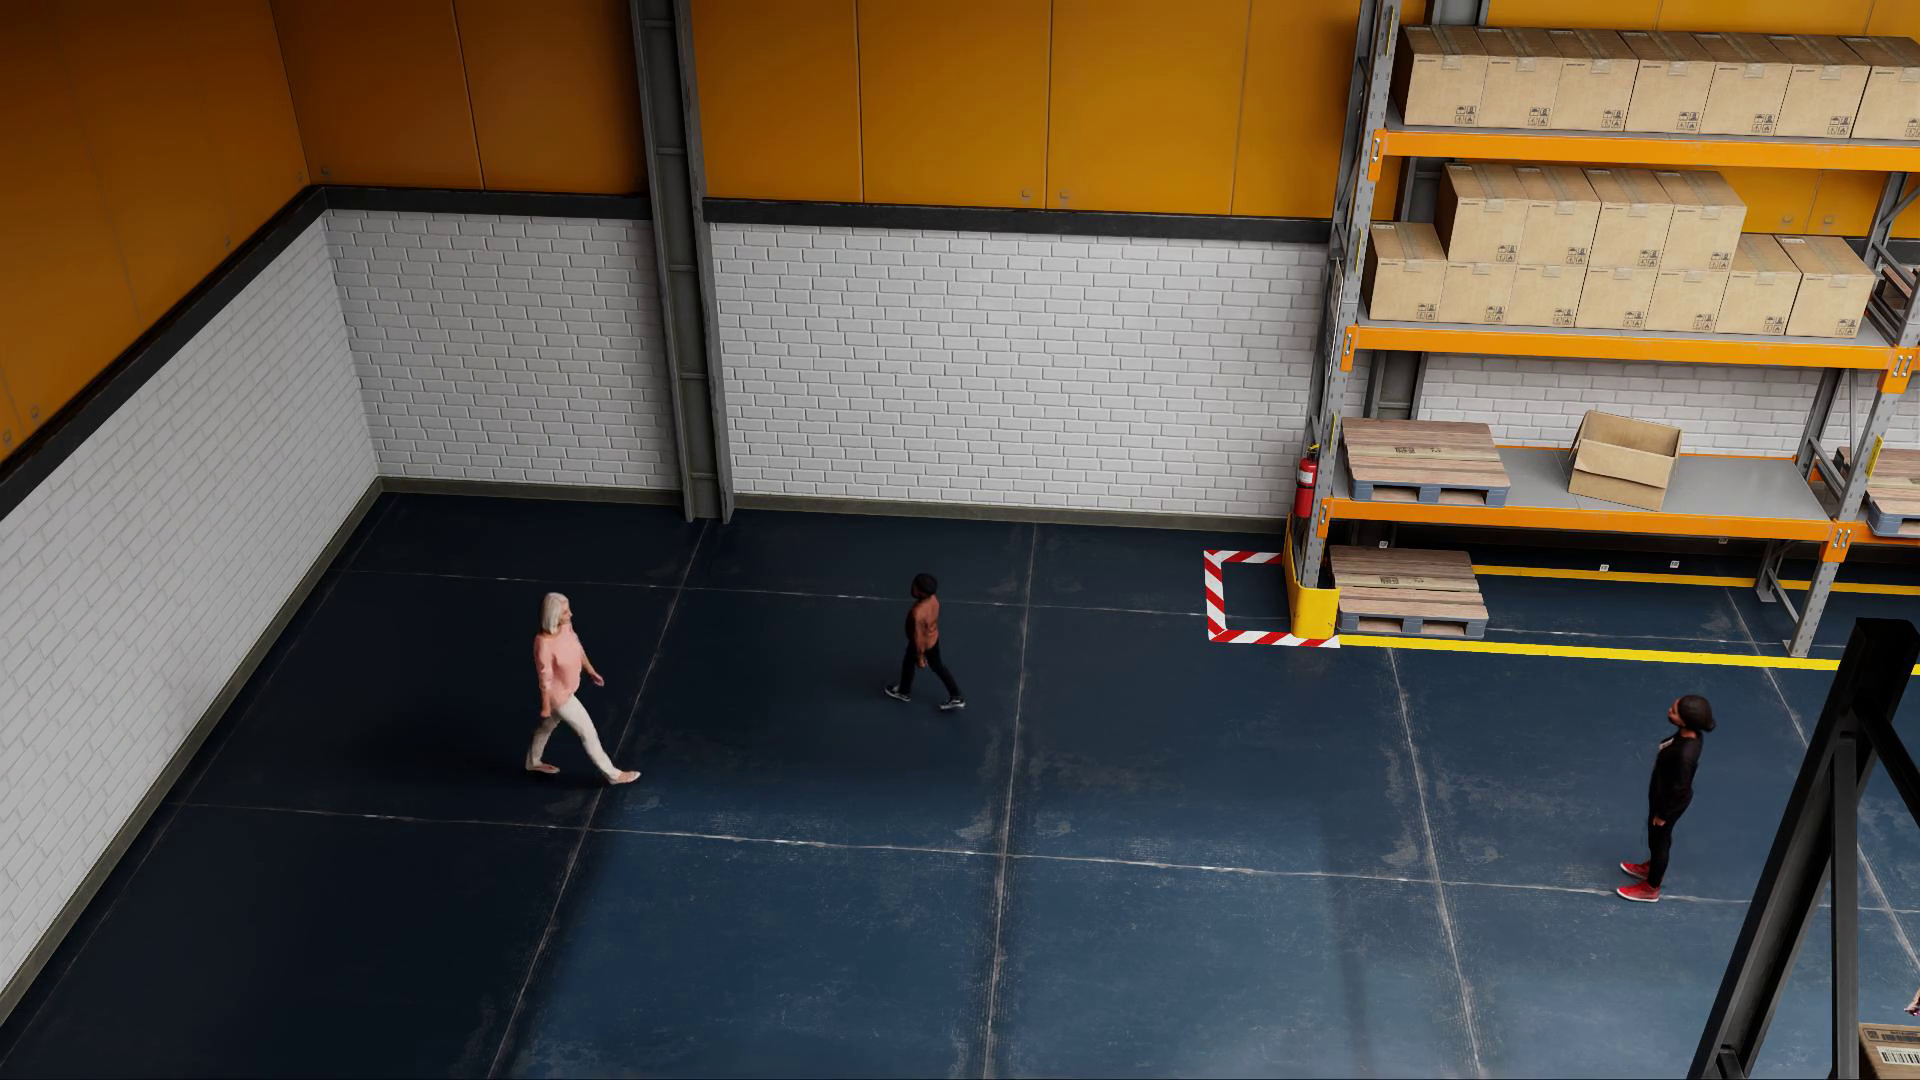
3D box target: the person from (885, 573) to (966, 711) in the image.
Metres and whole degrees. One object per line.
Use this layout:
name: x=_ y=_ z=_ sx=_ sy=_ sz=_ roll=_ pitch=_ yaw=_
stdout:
person: x=-0.214 y=0.795 z=12.682 sx=0.977 sy=1.236 sz=0.741 roll=15 pitch=36 yaw=21

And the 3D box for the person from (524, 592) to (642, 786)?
person: x=-2.933 y=1.070 z=11.872 sx=1.116 sy=1.675 sz=0.628 roll=1 pitch=34 yaw=1

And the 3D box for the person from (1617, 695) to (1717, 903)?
person: x=4.669 y=1.689 z=10.941 sx=0.623 sy=1.674 sz=0.659 roll=15 pitch=36 yaw=21
